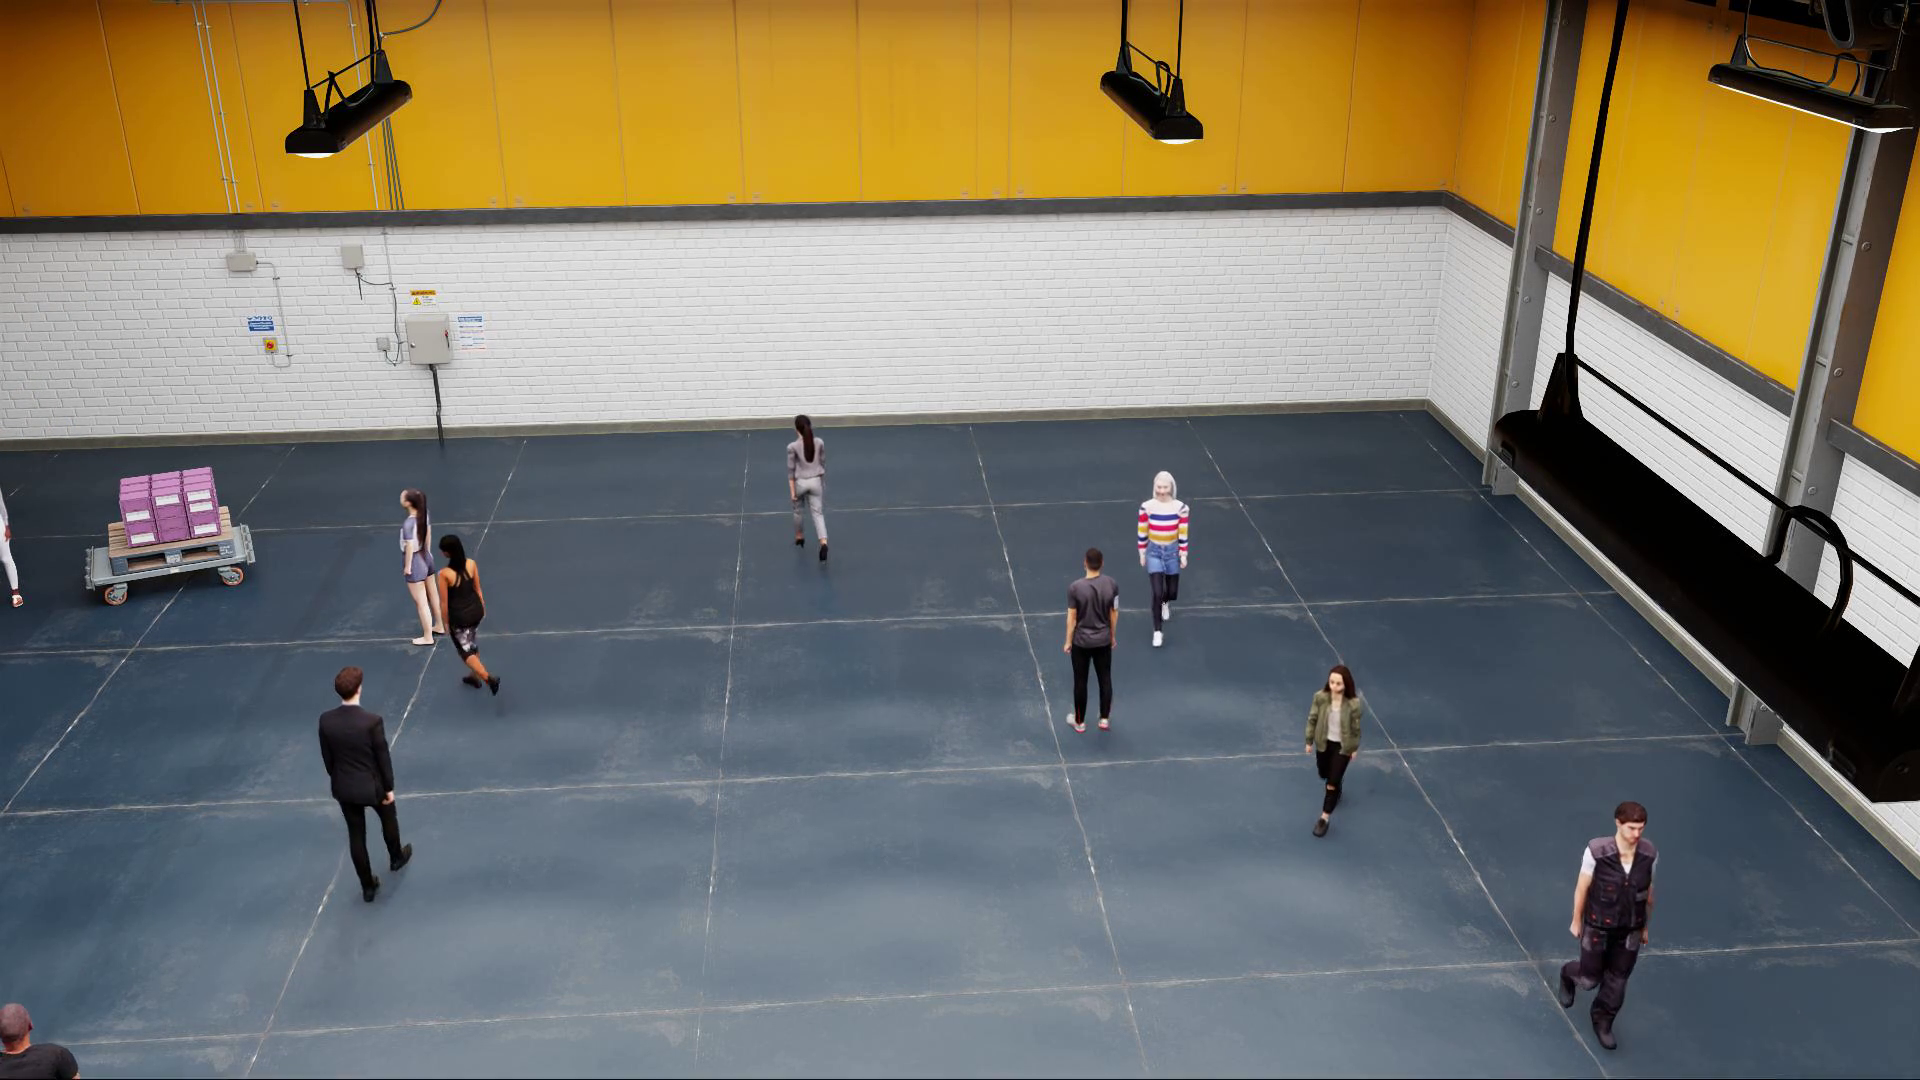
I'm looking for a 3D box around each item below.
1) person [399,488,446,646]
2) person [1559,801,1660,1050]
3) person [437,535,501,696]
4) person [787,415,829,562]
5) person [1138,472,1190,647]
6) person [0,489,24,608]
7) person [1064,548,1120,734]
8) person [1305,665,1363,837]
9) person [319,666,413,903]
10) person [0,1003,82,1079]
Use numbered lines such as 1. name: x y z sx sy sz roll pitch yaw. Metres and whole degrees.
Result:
1. person: -5.351 0.243 16.501 0.716 1.647 0.576 5 24 11
2. person: 4.322 2.498 11.108 0.679 1.835 0.816 -1 24 -2
3. person: -4.558 0.724 15.404 1.022 1.645 0.966 21 32 40
4. person: -1.646 -0.540 18.297 0.834 1.643 1.167 -9 25 -20
5. person: 2.026 0.147 16.546 0.747 1.788 0.954 3 24 6
6. person: -10.079 -0.114 17.223 0.657 1.723 0.606 -9 25 -20
7. person: 1.173 0.892 14.872 0.677 1.763 0.592 -6 24 -14
8. person: 3.066 1.648 13.529 0.921 1.454 1.042 14 27 29
9. person: -4.526 1.879 12.485 0.709 1.868 0.894 -2 24 -4
10. person: -5.049 3.382 9.147 0.773 1.787 0.828 -9 25 -20
